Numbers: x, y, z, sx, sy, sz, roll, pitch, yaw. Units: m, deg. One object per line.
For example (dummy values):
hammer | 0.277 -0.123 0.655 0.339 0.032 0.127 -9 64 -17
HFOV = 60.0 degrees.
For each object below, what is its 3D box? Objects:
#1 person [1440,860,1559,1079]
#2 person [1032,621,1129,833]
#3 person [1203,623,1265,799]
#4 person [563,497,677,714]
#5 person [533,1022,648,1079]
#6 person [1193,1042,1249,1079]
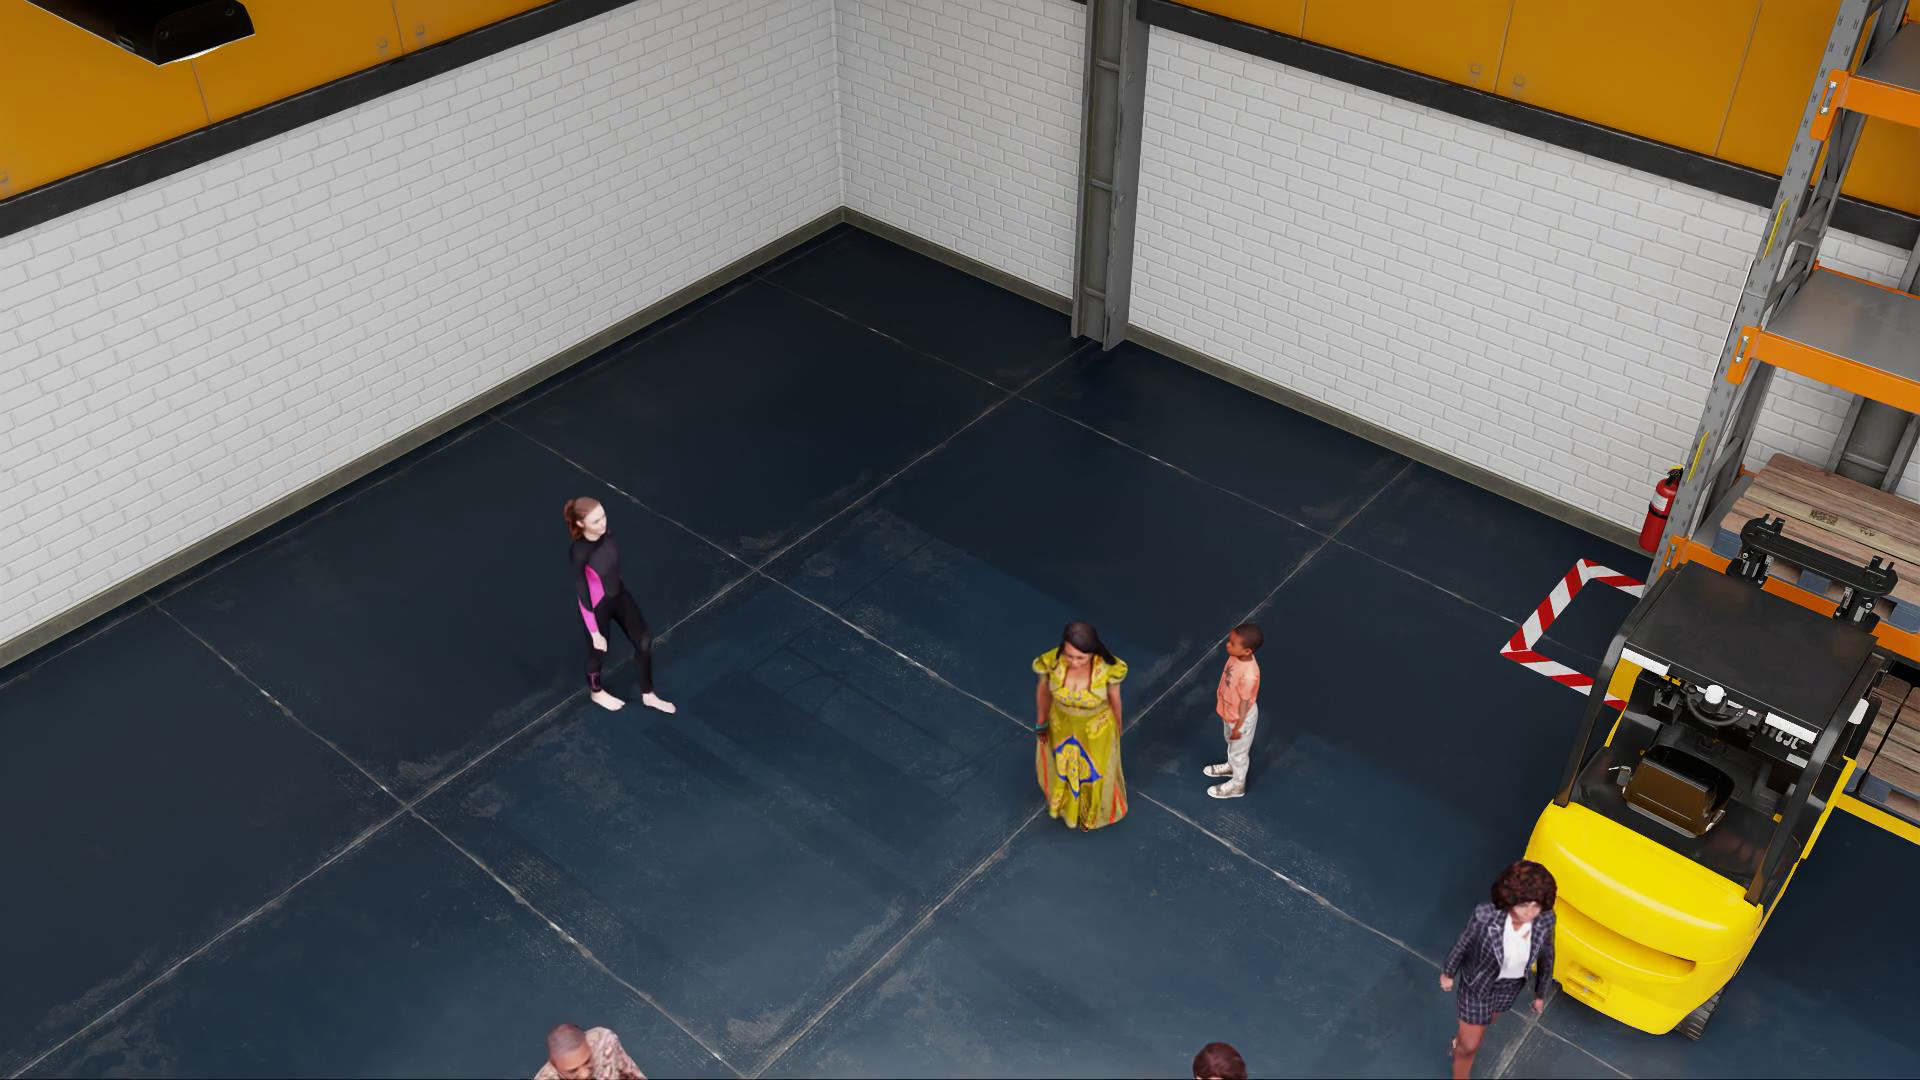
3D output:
person | 2.632 2.140 8.296 0.827 1.681 0.888 -1 39 -2
person | 0.700 1.039 9.714 0.931 1.631 1.012 8 39 10
person | 1.685 1.017 10.000 0.615 1.310 0.552 -4 39 -6
person | -2.297 0.415 10.422 0.895 1.724 0.727 16 41 19
person | -1.743 2.682 7.551 1.221 1.764 0.857 18 42 21
person | 1.061 2.806 7.371 0.666 1.794 0.611 -23 44 -26
